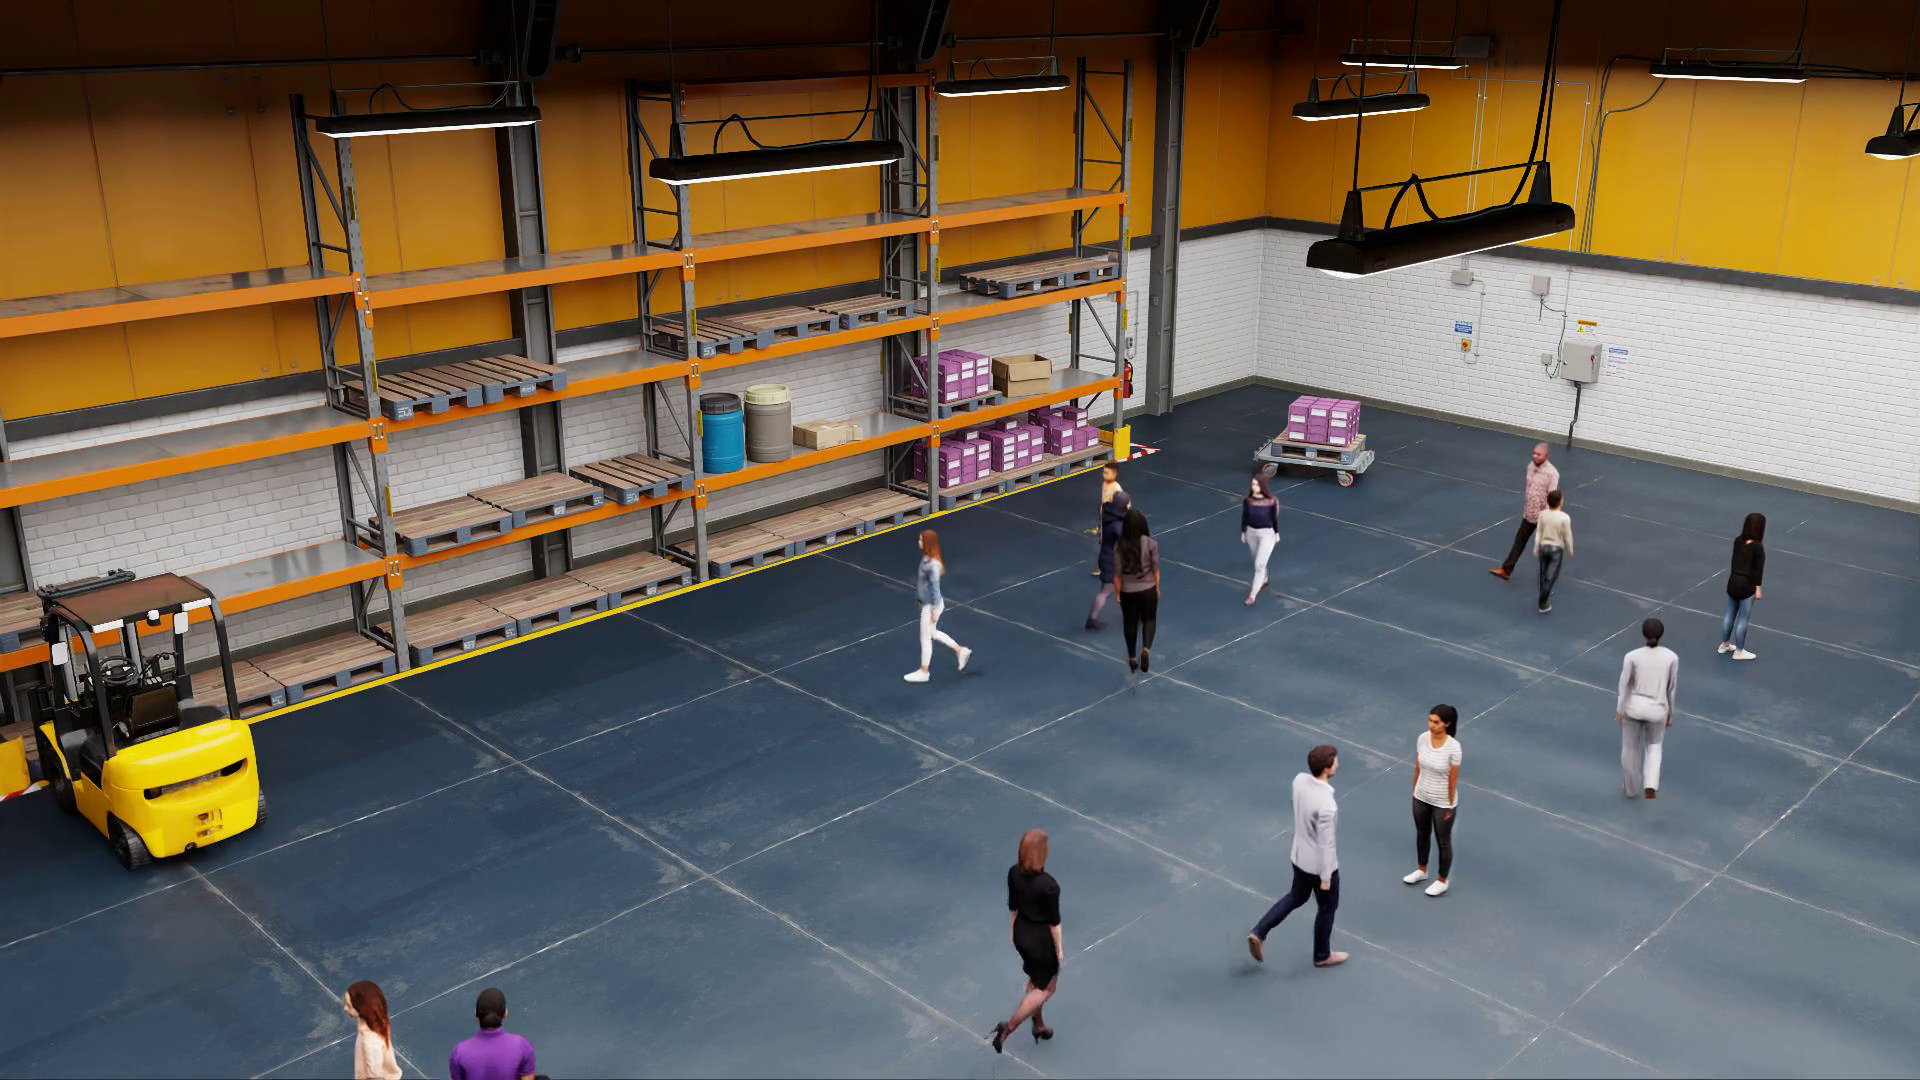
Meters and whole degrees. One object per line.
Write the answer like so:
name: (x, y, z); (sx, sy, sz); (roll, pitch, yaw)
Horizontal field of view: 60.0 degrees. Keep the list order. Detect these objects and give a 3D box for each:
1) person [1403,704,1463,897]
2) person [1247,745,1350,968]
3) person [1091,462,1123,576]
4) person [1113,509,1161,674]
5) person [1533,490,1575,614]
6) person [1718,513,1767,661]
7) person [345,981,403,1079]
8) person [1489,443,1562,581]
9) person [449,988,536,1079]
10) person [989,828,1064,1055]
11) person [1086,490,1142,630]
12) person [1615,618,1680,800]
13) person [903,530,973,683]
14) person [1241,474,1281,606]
person: (3.852, 2.079, 13.444); (0.529, 1.644, 0.572); (-14, 23, -36)
person: (2.535, 2.367, 12.302); (1.164, 1.827, 0.962); (-6, 20, -18)
person: (1.929, -0.267, 20.711); (0.856, 1.451, 0.656); (-10, 21, -27)
person: (1.858, 0.604, 17.544); (0.921, 1.822, 1.008); (4, 19, 12)
person: (6.901, 0.151, 19.485); (0.562, 1.441, 0.828); (16, 24, 40)
person: (8.558, 0.486, 18.169); (0.658, 1.646, 0.647); (-6, 20, -17)
person: (-3.500, 3.308, 10.046); (0.606, 1.483, 0.619); (-8, 20, -23)
person: (7.161, -0.311, 20.358); (1.277, 1.761, 0.979); (-8, 20, -23)
person: (-2.624, 3.398, 9.371); (0.979, 1.743, 0.984); (-7, 20, -20)
person: (0.465, 2.780, 11.293); (0.873, 1.687, 0.605); (-17, 25, -41)
person: (1.675, 0.274, 18.832); (1.164, 1.625, 1.021); (-4, 19, -10)
person: (6.143, 1.559, 14.865); (0.851, 1.722, 0.932); (4, 19, 13)
person: (-0.225, 0.689, 17.502); (1.069, 1.688, 0.954); (-3, 19, -9)
person: (3.603, -0.026, 19.829); (0.732, 1.557, 1.108); (13, 22, 33)
